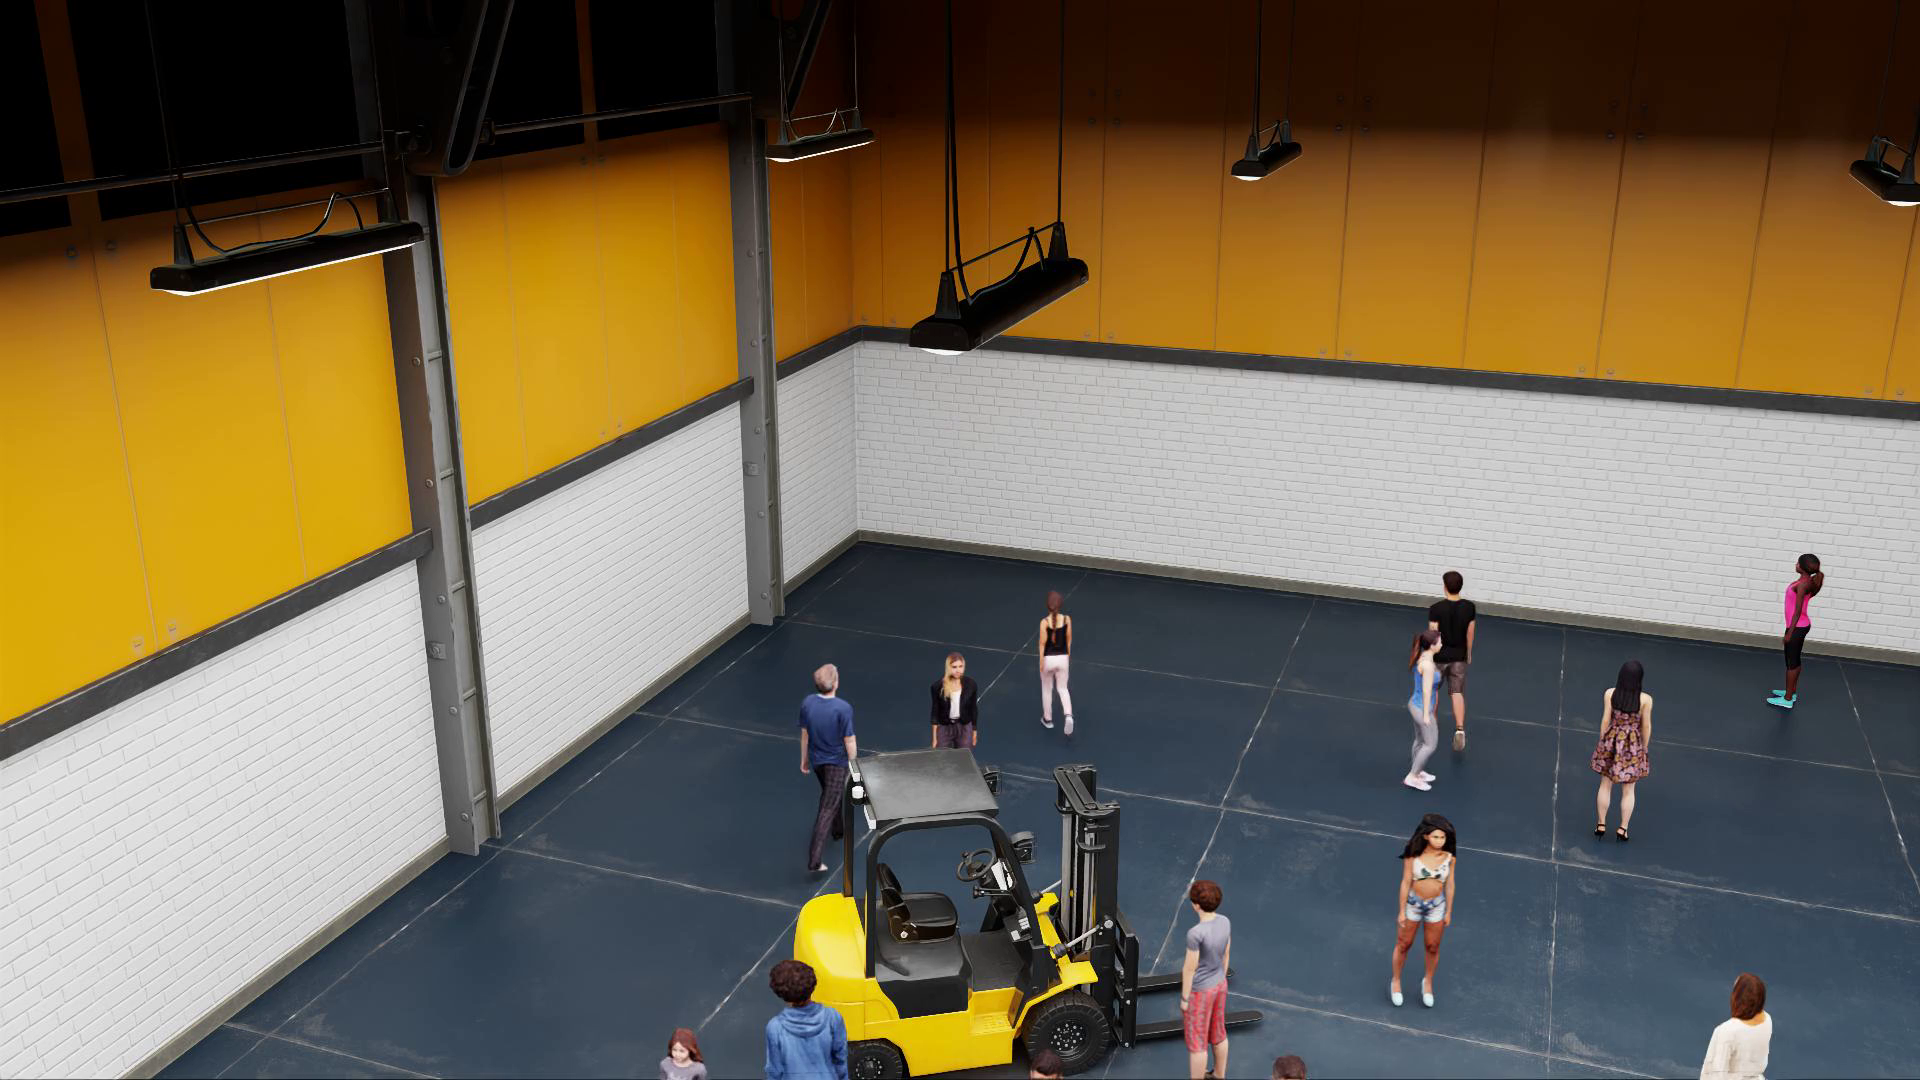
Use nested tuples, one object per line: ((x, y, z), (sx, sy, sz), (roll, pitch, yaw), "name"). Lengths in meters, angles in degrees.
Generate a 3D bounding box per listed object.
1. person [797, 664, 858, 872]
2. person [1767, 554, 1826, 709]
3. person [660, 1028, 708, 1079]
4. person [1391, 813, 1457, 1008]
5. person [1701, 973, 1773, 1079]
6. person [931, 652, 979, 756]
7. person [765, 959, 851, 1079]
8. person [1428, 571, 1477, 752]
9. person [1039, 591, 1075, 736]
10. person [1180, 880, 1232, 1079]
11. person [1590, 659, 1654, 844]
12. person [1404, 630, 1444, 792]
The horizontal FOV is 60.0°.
((-1.185, 2.019, 14.556), (0.738, 1.827, 1.215), (9, 20, 24), "person")
((9.003, 0.955, 17.879), (0.682, 1.723, 0.584), (14, 23, 36), "person")
((-1.786, 3.645, 10.867), (0.516, 1.100, 0.587), (4, 19, 12), "person")
((3.506, 2.794, 12.582), (0.631, 1.618, 0.647), (1, 19, 4), "person")
((4.897, 3.512, 10.385), (0.897, 1.660, 0.973), (-6, 20, -18), "person")
((-0.056, 1.812, 15.419), (0.669, 1.668, 0.666), (-2, 19, -6), "person")
((-0.915, 3.474, 10.314), (1.005, 1.777, 1.154), (-3, 19, -8), "person")
((4.991, 1.229, 16.886), (0.919, 1.838, 1.208), (0, 19, -1), "person")
((1.011, 1.279, 17.184), (0.811, 1.553, 0.942), (-5, 19, -15), "person")
((1.708, 3.128, 11.549), (0.630, 1.645, 0.728), (-14, 23, -35), "person")
((5.972, 1.898, 14.997), (0.686, 1.775, 0.691), (9, 21, 25), "person")
((4.432, 1.630, 16.059), (0.733, 1.605, 0.613), (2, 19, 5), "person")
